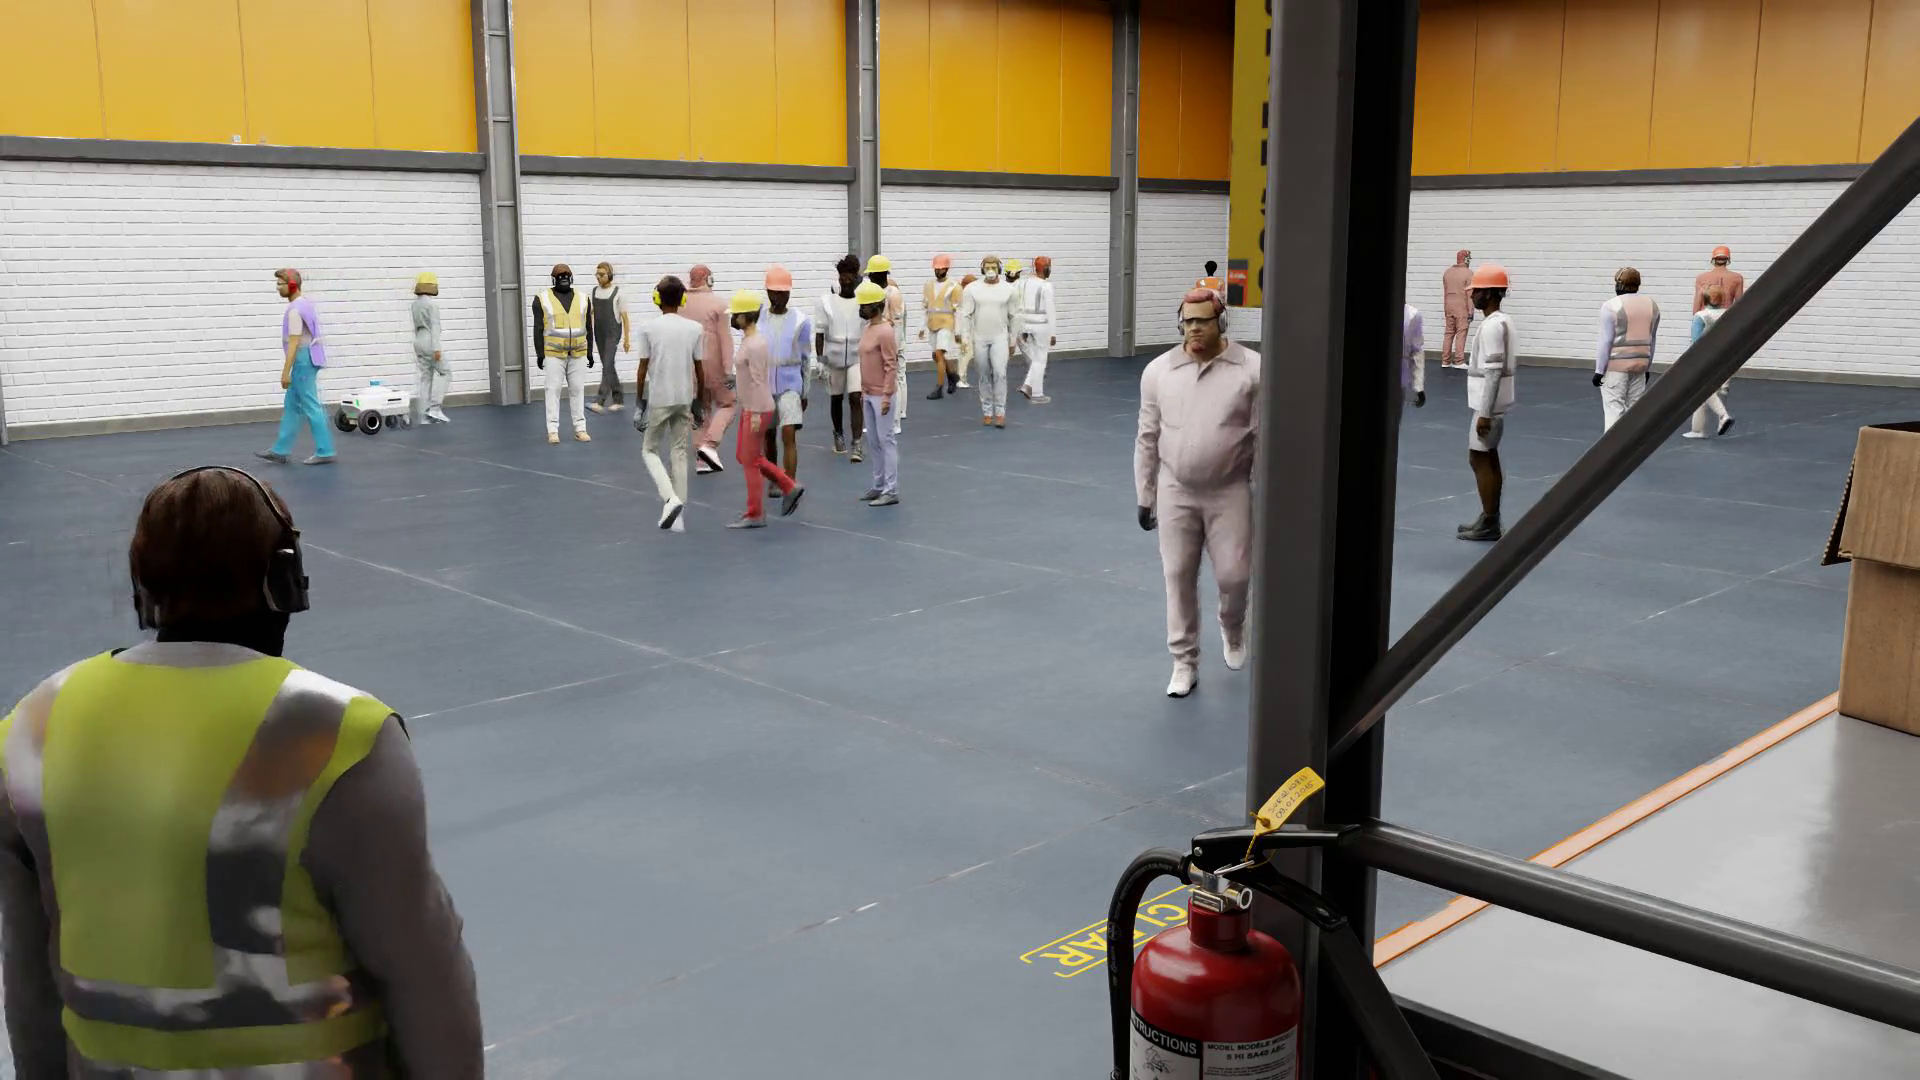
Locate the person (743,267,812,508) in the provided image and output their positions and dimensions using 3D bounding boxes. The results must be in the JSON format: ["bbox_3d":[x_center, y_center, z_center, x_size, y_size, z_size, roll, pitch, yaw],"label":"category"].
[{"bbox_3d":[-1.451,-1.218,13.238,0.550,1.889,1.012,-1,10,-4],"label":"person"}]

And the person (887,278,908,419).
[{"bbox_3d":[-0.794,-2.188,19.171,0.309,1.640,0.512,8,13,37],"label":"person"}]

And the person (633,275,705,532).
[{"bbox_3d":[-2.091,-0.966,11.925,0.544,1.849,0.433,-6,12,-29],"label":"person"}]

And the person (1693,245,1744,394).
[{"bbox_3d":[10.200,-2.959,22.413,0.622,1.990,0.402,4,11,19],"label":"person"}]

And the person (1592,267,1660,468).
[{"bbox_3d":[6.057,-1.565,15.219,0.624,1.844,0.430,-4,11,-19],"label":"person"}]

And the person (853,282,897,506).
[{"bbox_3d":[-0.660,-1.146,13.181,0.365,1.769,0.539,-5,11,-25],"label":"person"}]

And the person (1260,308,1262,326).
[{"bbox_3d":[4.981,-3.447,26.136,0.520,1.599,0.792,0,10,2],"label":"person"}]

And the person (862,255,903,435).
[{"bbox_3d":[-0.820,-2.074,17.774,0.383,1.924,0.589,-6,12,-30],"label":"person"}]

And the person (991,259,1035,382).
[{"bbox_3d":[0.790,-3.181,24.212,0.949,1.787,0.591,1,10,4],"label":"person"}]

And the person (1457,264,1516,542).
[{"bbox_3d":[3.680,-0.952,11.661,0.377,1.929,0.556,5,11,24],"label":"person"}]

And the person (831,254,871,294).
[{"bbox_3d":[-1.378,-2.798,21.813,0.606,1.897,0.606,2,11,9],"label":"person"}]

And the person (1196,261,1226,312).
[{"bbox_3d":[4.305,-3.949,28.616,0.531,1.698,0.320,-1,10,-4],"label":"person"}]

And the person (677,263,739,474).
[{"bbox_3d":[-2.270,-1.525,14.883,0.658,1.884,0.421,5,12,27],"label":"person"}]

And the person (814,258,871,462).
[{"bbox_3d":[-1.099,-1.731,15.956,0.605,1.918,1.022,-1,10,-7],"label":"person"}]

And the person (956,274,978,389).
[{"bbox_3d":[0.106,-2.920,23.292,0.328,1.597,0.590,-2,11,-11],"label":"person"}]

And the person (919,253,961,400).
[{"bbox_3d":[-0.205,-2.815,21.879,0.558,1.911,0.855,7,12,33],"label":"person"}]

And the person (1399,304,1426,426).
[{"bbox_3d":[3.440,-1.260,13.376,0.595,1.913,0.471,-1,10,-6],"label":"person"}]

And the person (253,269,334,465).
[{"bbox_3d":[-6.216,-1.583,15.364,0.763,1.816,0.596,-3,11,-17],"label":"person"}]

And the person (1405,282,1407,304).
[{"bbox_3d":[5.931,-3.004,22.995,0.533,1.867,0.315,7,12,32],"label":"person"}]

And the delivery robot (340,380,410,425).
[{"bbox_3d":[-6.360,-1.497,18.107,0.477,0.478,0.707,7,13,34],"label":"delivery robot"}]

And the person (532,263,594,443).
[{"bbox_3d":[-4.078,-1.922,17.171,0.632,1.843,0.429,-6,12,-29],"label":"person"}]

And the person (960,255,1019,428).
[{"bbox_3d":[0.323,-2.188,18.447,0.641,1.905,0.888,1,10,5],"label":"person"}]

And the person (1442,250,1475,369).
[{"bbox_3d":[8.006,-3.680,26.605,0.402,1.902,0.640,-6,12,-28],"label":"person"}]

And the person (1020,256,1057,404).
[{"bbox_3d":[1.030,-2.658,21.095,0.410,1.870,0.619,-6,12,-30],"label":"person"}]

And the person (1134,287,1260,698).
[{"bbox_3d":[1.139,-0.230,7.783,0.670,1.893,0.550,3,11,17],"label":"person"}]

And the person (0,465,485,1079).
[{"bbox_3d":[-0.967,0.809,2.330,0.670,1.818,0.436,4,11,20],"label":"person"}]

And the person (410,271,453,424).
[{"bbox_3d":[-6.008,-2.172,18.835,0.506,1.715,0.429,8,13,38],"label":"person"}]

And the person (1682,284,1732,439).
[{"bbox_3d":[7.822,-1.852,17.354,0.533,1.623,0.414,-5,12,-27],"label":"person"}]

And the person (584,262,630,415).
[{"bbox_3d":[-4.293,-2.405,19.911,0.515,1.814,0.809,5,11,25],"label":"person"}]

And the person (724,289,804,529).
[{"bbox_3d":[-1.445,-0.948,12.126,0.521,1.751,0.528,-3,11,-15],"label":"person"}]
